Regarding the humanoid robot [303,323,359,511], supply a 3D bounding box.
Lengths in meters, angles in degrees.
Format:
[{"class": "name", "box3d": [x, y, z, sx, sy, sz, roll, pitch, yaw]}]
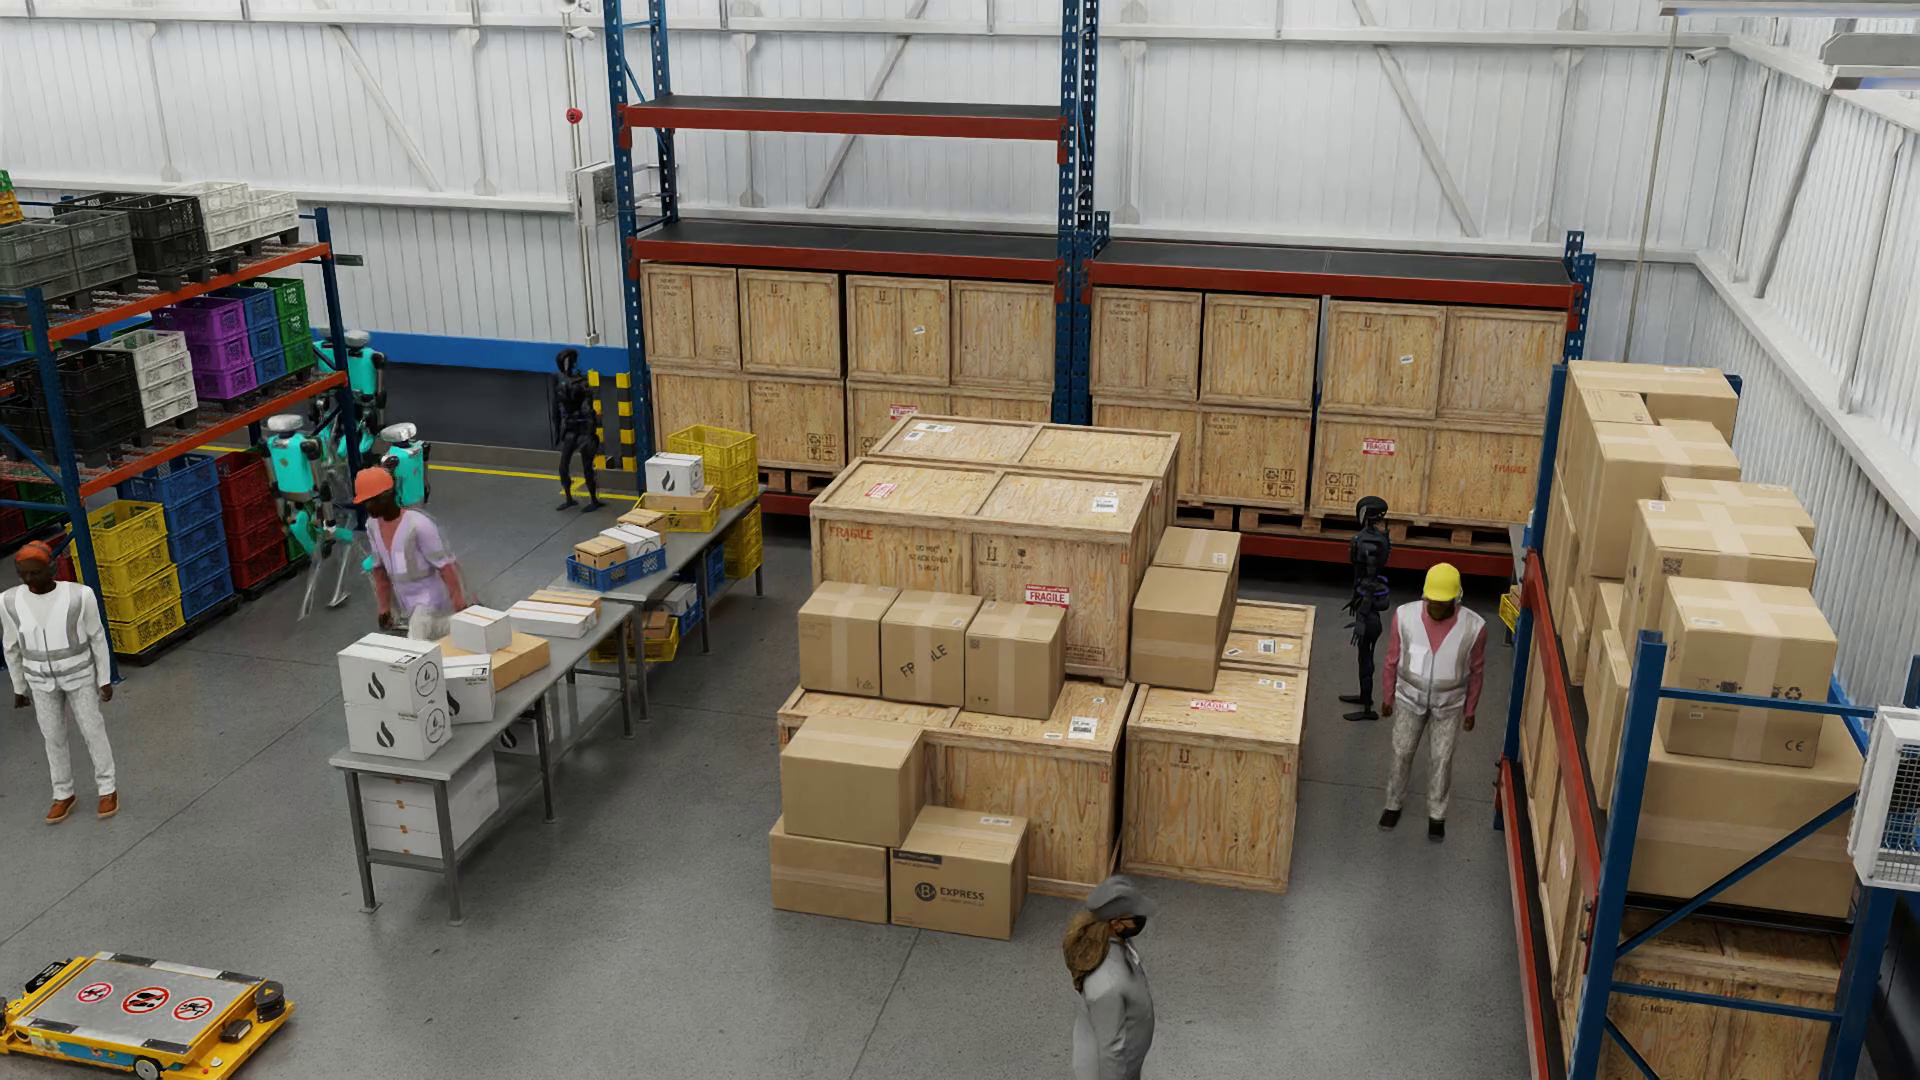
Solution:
[{"class": "humanoid robot", "box3d": [-5.995, -1.140, 15.993, 0.597, 1.785, 0.822, -7, 22, -18]}]

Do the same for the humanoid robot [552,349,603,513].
[{"class": "humanoid robot", "box3d": [-3.635, -1.034, 15.790, 0.585, 1.643, 0.456, 14, 25, 32]}]

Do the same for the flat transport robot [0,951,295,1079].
[{"class": "flat transport robot", "box3d": [-4.270, 2.464, 8.601, 1.431, 0.231, 0.659, 5, 22, 13]}]

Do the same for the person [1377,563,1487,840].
[{"class": "person", "box3d": [2.899, 0.988, 10.273, 0.598, 1.827, 0.404, 7, 22, 18]}]

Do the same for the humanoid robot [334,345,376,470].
[{"class": "humanoid robot", "box3d": [-5.850, -1.168, 16.123, 0.351, 1.654, 0.610, 6, 22, 15]}]

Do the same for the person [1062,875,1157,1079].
[{"class": "person", "box3d": [0.625, 2.223, 7.126, 0.397, 1.769, 0.563, 1, 21, 4]}]

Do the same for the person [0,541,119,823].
[{"class": "person", "box3d": [-5.650, 0.887, 10.462, 0.583, 1.882, 0.337, -4, 21, -11]}]

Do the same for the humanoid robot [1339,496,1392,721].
[{"class": "humanoid robot", "box3d": [2.877, 0.476, 11.807, 0.315, 1.657, 0.599, 3, 21, 9]}]

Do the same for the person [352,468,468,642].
[{"class": "person", "box3d": [-3.792, 0.434, 11.535, 0.659, 1.968, 0.884, 16, 26, 36]}]

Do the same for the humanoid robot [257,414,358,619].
[{"class": "humanoid robot", "box3d": [-5.240, -0.217, 13.606, 0.552, 1.813, 0.727, 5, 22, 14]}]

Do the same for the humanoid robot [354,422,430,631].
[{"class": "humanoid robot", "box3d": [-4.538, -0.122, 13.166, 0.727, 1.694, 0.532, 7, 22, 17]}]

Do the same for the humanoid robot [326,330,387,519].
[{"class": "humanoid robot", "box3d": [-5.755, -1.033, 15.716, 0.550, 1.800, 0.801, 6, 22, 14]}]
